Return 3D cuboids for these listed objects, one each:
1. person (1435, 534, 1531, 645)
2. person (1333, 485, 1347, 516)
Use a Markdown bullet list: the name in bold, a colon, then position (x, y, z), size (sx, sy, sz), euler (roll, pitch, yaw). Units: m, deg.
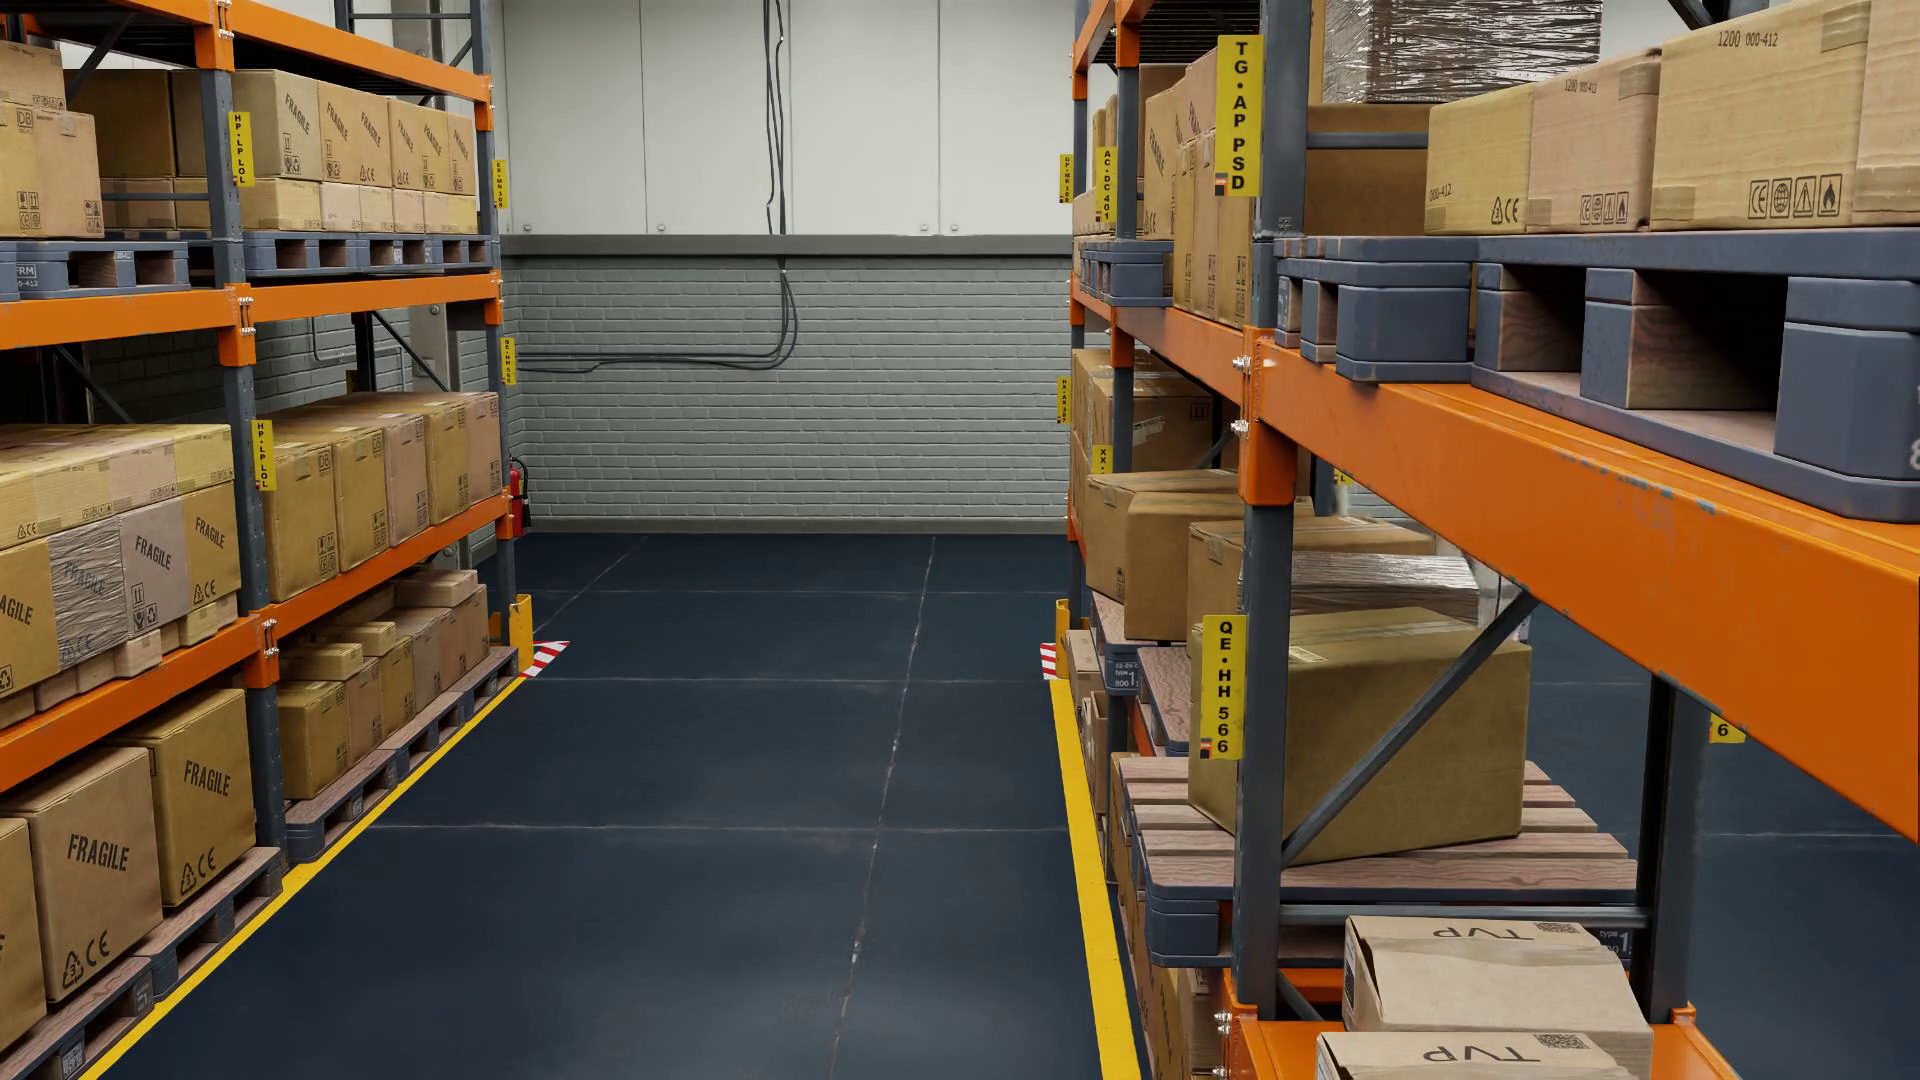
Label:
- **person**: position (2.830, 0.459, 9.014), size (0.621, 1.989, 1.068), euler (0, 10, -2)
- **person**: position (2.449, 0.001, 11.710), size (0.616, 1.952, 0.904), euler (-2, 10, -14)
